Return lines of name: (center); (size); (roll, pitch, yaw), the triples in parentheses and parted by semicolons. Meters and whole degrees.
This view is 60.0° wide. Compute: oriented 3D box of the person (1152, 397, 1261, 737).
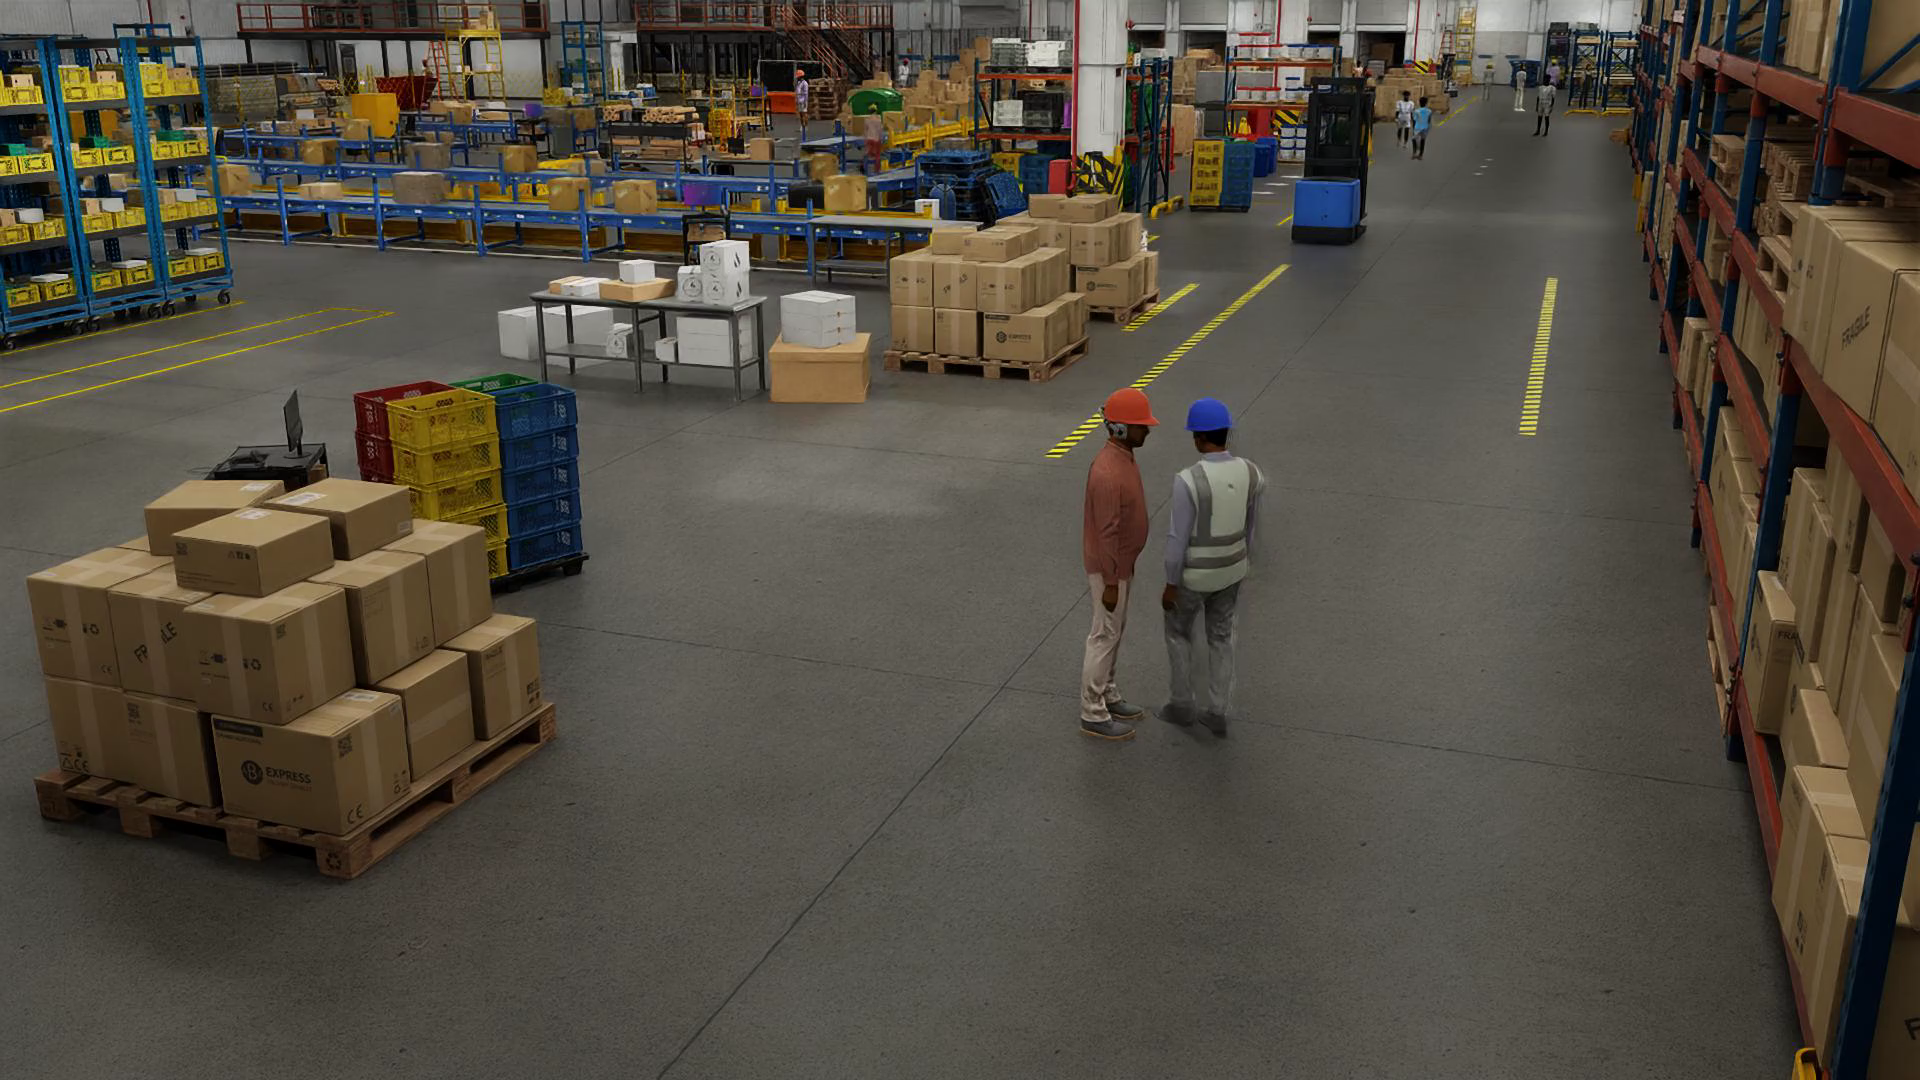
person: (1.340, 0.148, 9.229); (0.660, 1.925, 0.536); (-11, 21, -32)

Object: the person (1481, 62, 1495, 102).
person: (23.679, -20.534, 74.583); (0.489, 1.710, 0.813); (3, 18, 9)

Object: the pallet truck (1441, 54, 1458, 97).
pallet truck: (22.765, -21.886, 78.355); (0.823, 1.965, 1.885); (-4, 18, -14)

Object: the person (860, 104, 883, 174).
person: (-2.172, -9.804, 40.816); (0.539, 1.747, 0.580); (12, 21, 33)

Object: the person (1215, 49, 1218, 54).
person: (13.785, -25.601, 90.130); (0.645, 1.930, 0.500); (-14, 23, -38)

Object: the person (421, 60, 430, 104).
person: (-23.422, -20.093, 72.923); (0.353, 1.879, 0.567); (-2, 18, -5)

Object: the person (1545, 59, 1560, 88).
person: (26.003, -20.155, 73.044); (0.605, 1.916, 0.420); (6, 19, 18)

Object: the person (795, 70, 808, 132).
person: (-5.298, -14.680, 55.647); (0.378, 2.040, 0.607); (-11, 21, -30)

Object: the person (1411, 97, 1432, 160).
person: (12.538, -11.188, 45.239); (0.552, 1.692, 0.381); (-2, 18, -7)

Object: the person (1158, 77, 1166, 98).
person: (7.047, -15.385, 58.307); (0.313, 1.767, 0.534); (4, 18, 11)

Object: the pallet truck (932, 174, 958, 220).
pallet truck: (-0.507, -5.292, 27.348); (0.653, 1.274, 1.630); (6, 19, 19)

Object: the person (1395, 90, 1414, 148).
person: (13.226, -12.541, 49.518); (0.536, 1.673, 0.711); (3, 18, 10)

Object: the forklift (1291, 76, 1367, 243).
forklift: (6.598, -6.755, 29.381); (1.129, 2.768, 1.873); (6, 19, 19)

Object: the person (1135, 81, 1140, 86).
person: (8.753, -22.952, 81.799); (0.362, 1.938, 0.631); (-12, 21, -34)

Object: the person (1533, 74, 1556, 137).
person: (18.904, -14.046, 53.772); (0.368, 1.966, 0.603); (-16, 24, -41)

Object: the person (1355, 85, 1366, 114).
person: (12.595, -13.449, 52.134); (0.620, 1.815, 0.610); (-13, 22, -36)

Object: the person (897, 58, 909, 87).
person: (-2.593, -20.891, 75.396); (0.579, 1.888, 0.582); (13, 22, 35)

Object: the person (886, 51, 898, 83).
person: (-3.914, -26.665, 93.726); (0.994, 1.788, 0.637); (9, 20, 27)

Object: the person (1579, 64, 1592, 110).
person: (25.737, -18.625, 68.358); (0.508, 1.846, 0.345); (-7, 19, -20)

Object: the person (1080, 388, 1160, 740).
person: (0.877, 0.130, 9.209); (0.400, 1.986, 0.608); (4, 18, 11)

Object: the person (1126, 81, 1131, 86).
person: (6.045, -16.120, 60.244); (0.377, 1.995, 0.608); (-2, 18, -5)

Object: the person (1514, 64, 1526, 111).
person: (22.775, -18.379, 67.556); (0.332, 1.865, 0.520); (-10, 20, -29)

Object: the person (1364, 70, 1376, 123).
person: (14.773, -16.100, 60.367); (0.545, 1.881, 1.012); (-12, 21, -34)

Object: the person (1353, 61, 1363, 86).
person: (18.591, -21.563, 77.825); (0.533, 1.698, 0.322); (-7, 19, -20)
